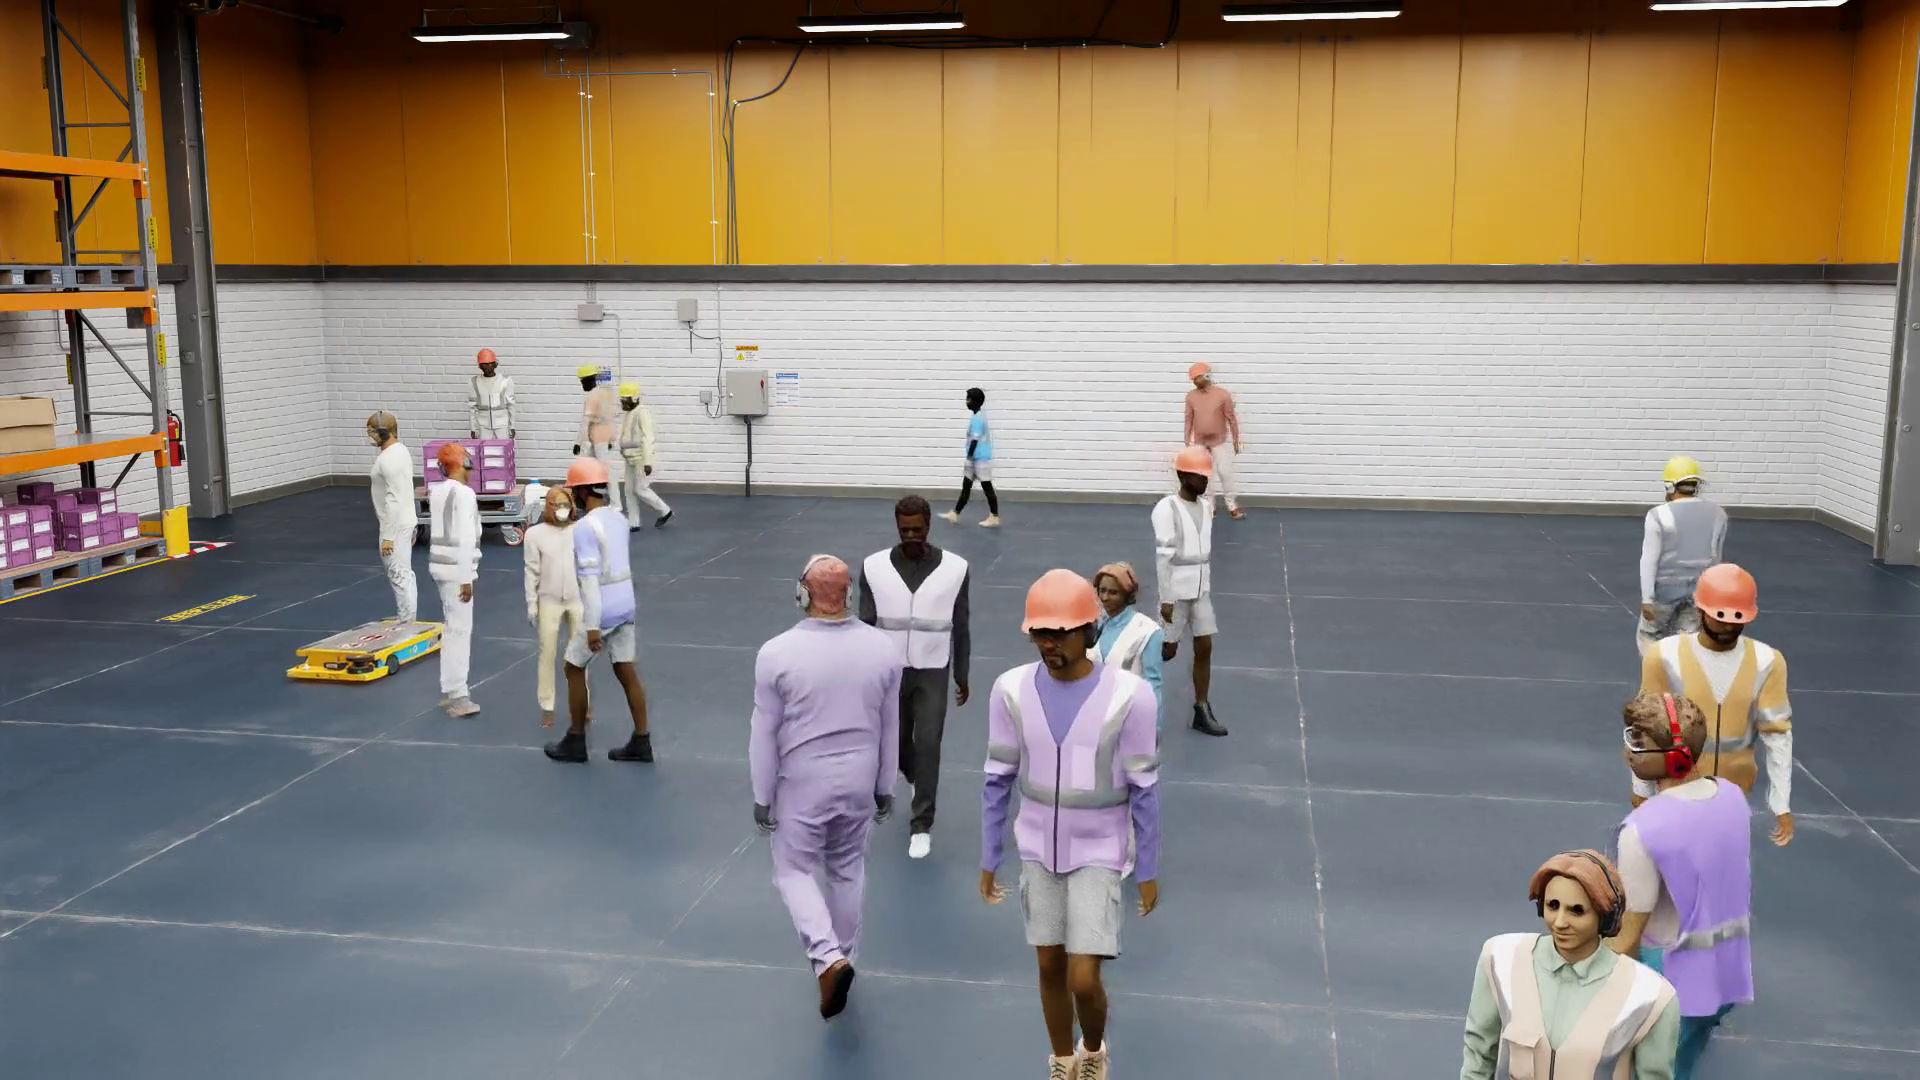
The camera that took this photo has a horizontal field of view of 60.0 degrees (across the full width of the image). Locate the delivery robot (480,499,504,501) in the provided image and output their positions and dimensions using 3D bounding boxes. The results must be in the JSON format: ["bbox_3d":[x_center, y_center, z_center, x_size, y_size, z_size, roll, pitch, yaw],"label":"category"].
[{"bbox_3d":[-5.831,-0.486,19.891,0.707,0.478,0.477,0,9,-2],"label":"delivery robot"}]

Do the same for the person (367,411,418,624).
[{"bbox_3d":[-4.555,-0.074,13.363,0.372,1.934,0.627,-2,9,-14],"label":"person"}]

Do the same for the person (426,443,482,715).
[{"bbox_3d":[-3.476,0.267,11.533,0.372,1.855,0.750,-7,11,-37],"label":"person"}]

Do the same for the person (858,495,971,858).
[{"bbox_3d":[-0.247,0.669,8.932,0.622,1.888,0.851,1,9,4],"label":"person"}]

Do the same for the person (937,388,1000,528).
[{"bbox_3d":[0.101,-0.970,19.725,0.820,1.656,0.557,0,9,1],"label":"person"}]

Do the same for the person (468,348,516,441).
[{"bbox_3d":[-6.226,-1.535,22.149,0.611,2.033,0.442,-1,9,-4],"label":"person"}]

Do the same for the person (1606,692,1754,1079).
[{"bbox_3d":[2.131,1.347,4.870,0.666,1.836,0.674,-7,11,-37],"label":"person"}]

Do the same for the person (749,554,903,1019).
[{"bbox_3d":[-0.527,1.007,6.799,0.647,1.893,0.674,-5,10,-26],"label":"person"}]

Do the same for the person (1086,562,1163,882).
[{"bbox_3d":[0.768,0.907,8.210,0.536,1.619,0.438,6,11,33],"label":"person"}]

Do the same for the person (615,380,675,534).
[{"bbox_3d":[-3.662,-0.949,19.204,0.622,1.807,0.616,-7,11,-37],"label":"person"}]

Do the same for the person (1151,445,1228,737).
[{"bbox_3d":[1.443,0.311,11.045,0.548,1.918,0.808,-7,11,-36],"label":"person"}]

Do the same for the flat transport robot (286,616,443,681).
[{"bbox_3d":[-4.511,0.830,12.892,0.652,0.197,1.431,2,9,12],"label":"flat transport robot"}]

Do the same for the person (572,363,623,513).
[{"bbox_3d":[-4.640,-1.268,20.903,0.829,1.881,0.617,0,9,2],"label":"person"}]

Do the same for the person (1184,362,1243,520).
[{"bbox_3d":[3.082,-1.207,20.357,0.711,1.944,0.509,5,10,28],"label":"person"}]

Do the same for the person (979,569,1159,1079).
[{"bbox_3d":[0.362,1.098,5.805,0.632,2.022,0.468,4,10,26],"label":"person"}]

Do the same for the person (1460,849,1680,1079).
[{"bbox_3d":[1.495,1.557,4.147,0.513,1.642,0.311,6,11,34],"label":"person"}]

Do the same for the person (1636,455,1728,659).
[{"bbox_3d":[4.827,0.340,11.182,0.599,1.814,0.424,-1,9,-5],"label":"person"}]

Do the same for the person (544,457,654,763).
[{"bbox_3d":[-2.280,0.443,10.246,0.828,1.899,0.592,3,10,18],"label":"person"}]

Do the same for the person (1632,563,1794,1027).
[{"bbox_3d":[3.061,1.010,6.790,0.558,1.867,1.010,1,9,9],"label":"person"}]

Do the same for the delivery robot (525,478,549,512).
[{"bbox_3d":[-5.094,-0.495,19.947,0.707,0.478,0.477,-3,10,-20],"label":"delivery robot"}]

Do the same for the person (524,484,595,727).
[{"bbox_3d":[-2.663,0.431,11.150,0.503,1.631,0.267,-4,10,-23],"label":"person"}]
